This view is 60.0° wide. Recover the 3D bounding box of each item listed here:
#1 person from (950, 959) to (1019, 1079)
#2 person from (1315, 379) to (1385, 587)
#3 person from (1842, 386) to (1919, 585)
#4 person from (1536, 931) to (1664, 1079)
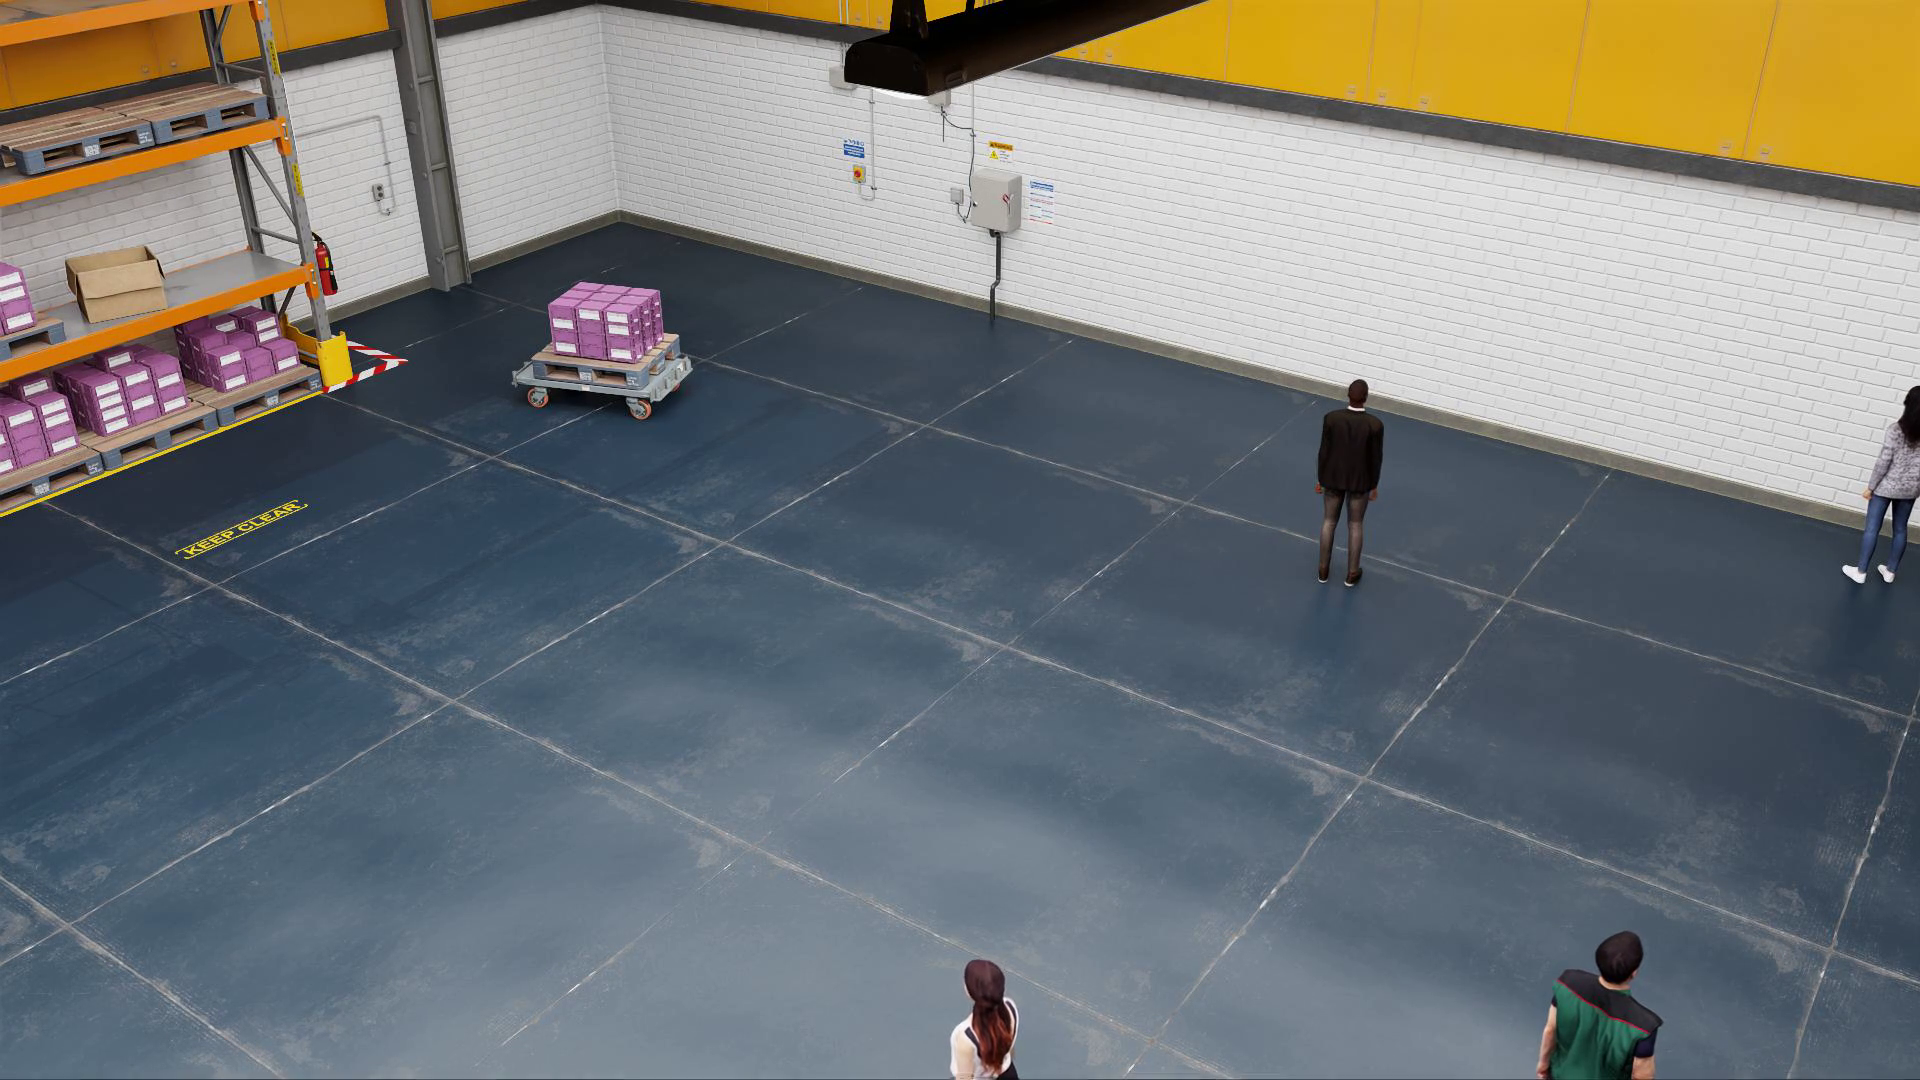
[{"bbox_3d":[0.130,2.686,7.967,0.618,1.646,0.476,21,35,34],"label":"person"},{"bbox_3d":[3.168,-0.473,13.597,0.707,1.800,0.635,10,30,17],"label":"person"},{"bbox_3d":[7.669,-0.447,13.619,0.690,1.734,0.709,0,29,0],"label":"person"},{"bbox_3d":[2.957,2.610,7.841,0.658,1.900,0.723,-24,37,-37],"label":"person"}]
